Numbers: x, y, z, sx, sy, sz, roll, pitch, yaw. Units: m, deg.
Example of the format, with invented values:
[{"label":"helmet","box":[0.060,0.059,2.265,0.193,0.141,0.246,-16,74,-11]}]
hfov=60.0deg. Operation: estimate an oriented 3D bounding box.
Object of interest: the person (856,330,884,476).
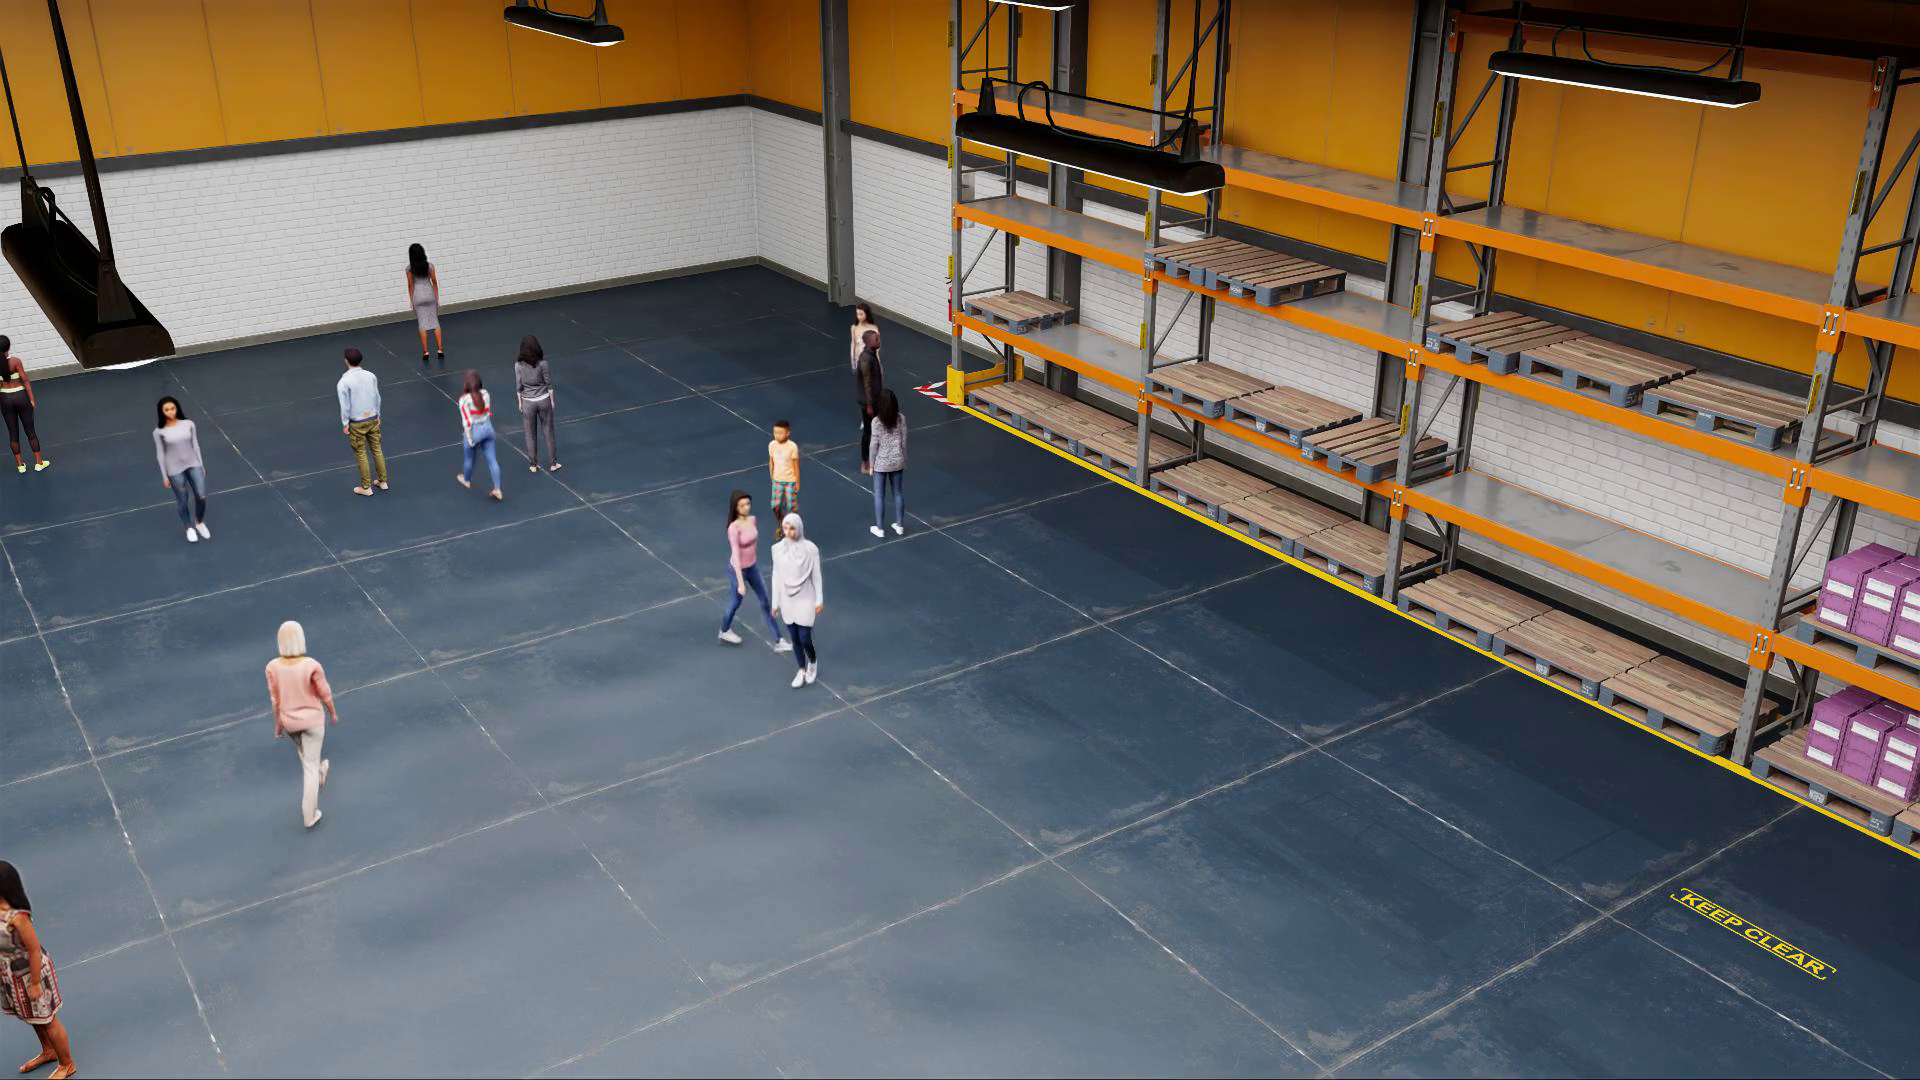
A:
[{"label":"person","box":[-1.121,-1.728,20.691,0.833,1.836,0.742,2,24,4]}]

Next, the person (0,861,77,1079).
[{"label":"person","box":[-5.990,2.759,10.663,0.566,1.645,0.764,18,29,35]}]

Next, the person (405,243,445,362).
[{"label":"person","box":[-8.045,-3.579,24.995,0.626,1.780,0.586,-10,26,-22]}]

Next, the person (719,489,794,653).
[{"label":"person","box":[-2.169,0.311,16.208,1.214,1.690,0.920,12,26,26]}]

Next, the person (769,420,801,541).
[{"label":"person","box":[-1.938,-0.691,18.800,0.636,1.450,0.703,6,24,13]}]

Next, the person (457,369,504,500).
[{"label":"person","box":[-5.695,-1.237,19.900,0.699,1.569,1.068,-21,31,-39]}]

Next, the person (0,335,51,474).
[{"label":"person","box":[-11.784,-1.704,20.738,0.625,1.754,0.599,-7,25,-16]}]

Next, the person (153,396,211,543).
[{"label":"person","box":[-8.780,-0.813,18.740,0.626,1.721,0.606,-17,29,-33]}]

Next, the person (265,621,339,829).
[{"label":"person","box":[-5.339,1.519,13.466,1.002,1.673,1.201,-1,24,-3]}]

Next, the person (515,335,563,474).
[{"label":"person","box":[-5.276,-1.697,20.709,0.665,1.765,0.655,-4,24,-9]}]

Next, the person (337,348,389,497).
[{"label":"person","box":[-7.201,-1.436,20.051,0.686,1.812,0.742,16,28,33]}]

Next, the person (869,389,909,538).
[{"label":"person","box":[-0.812,-0.878,18.876,0.644,1.731,0.575,-12,26,-25]}]

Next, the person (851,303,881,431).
[{"label":"person","box":[-1.209,-2.357,22.275,0.930,1.720,0.915,10,25,21]}]

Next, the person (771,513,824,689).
[{"label":"person","box":[-1.491,0.539,15.595,0.727,1.763,0.803,8,25,17]}]
